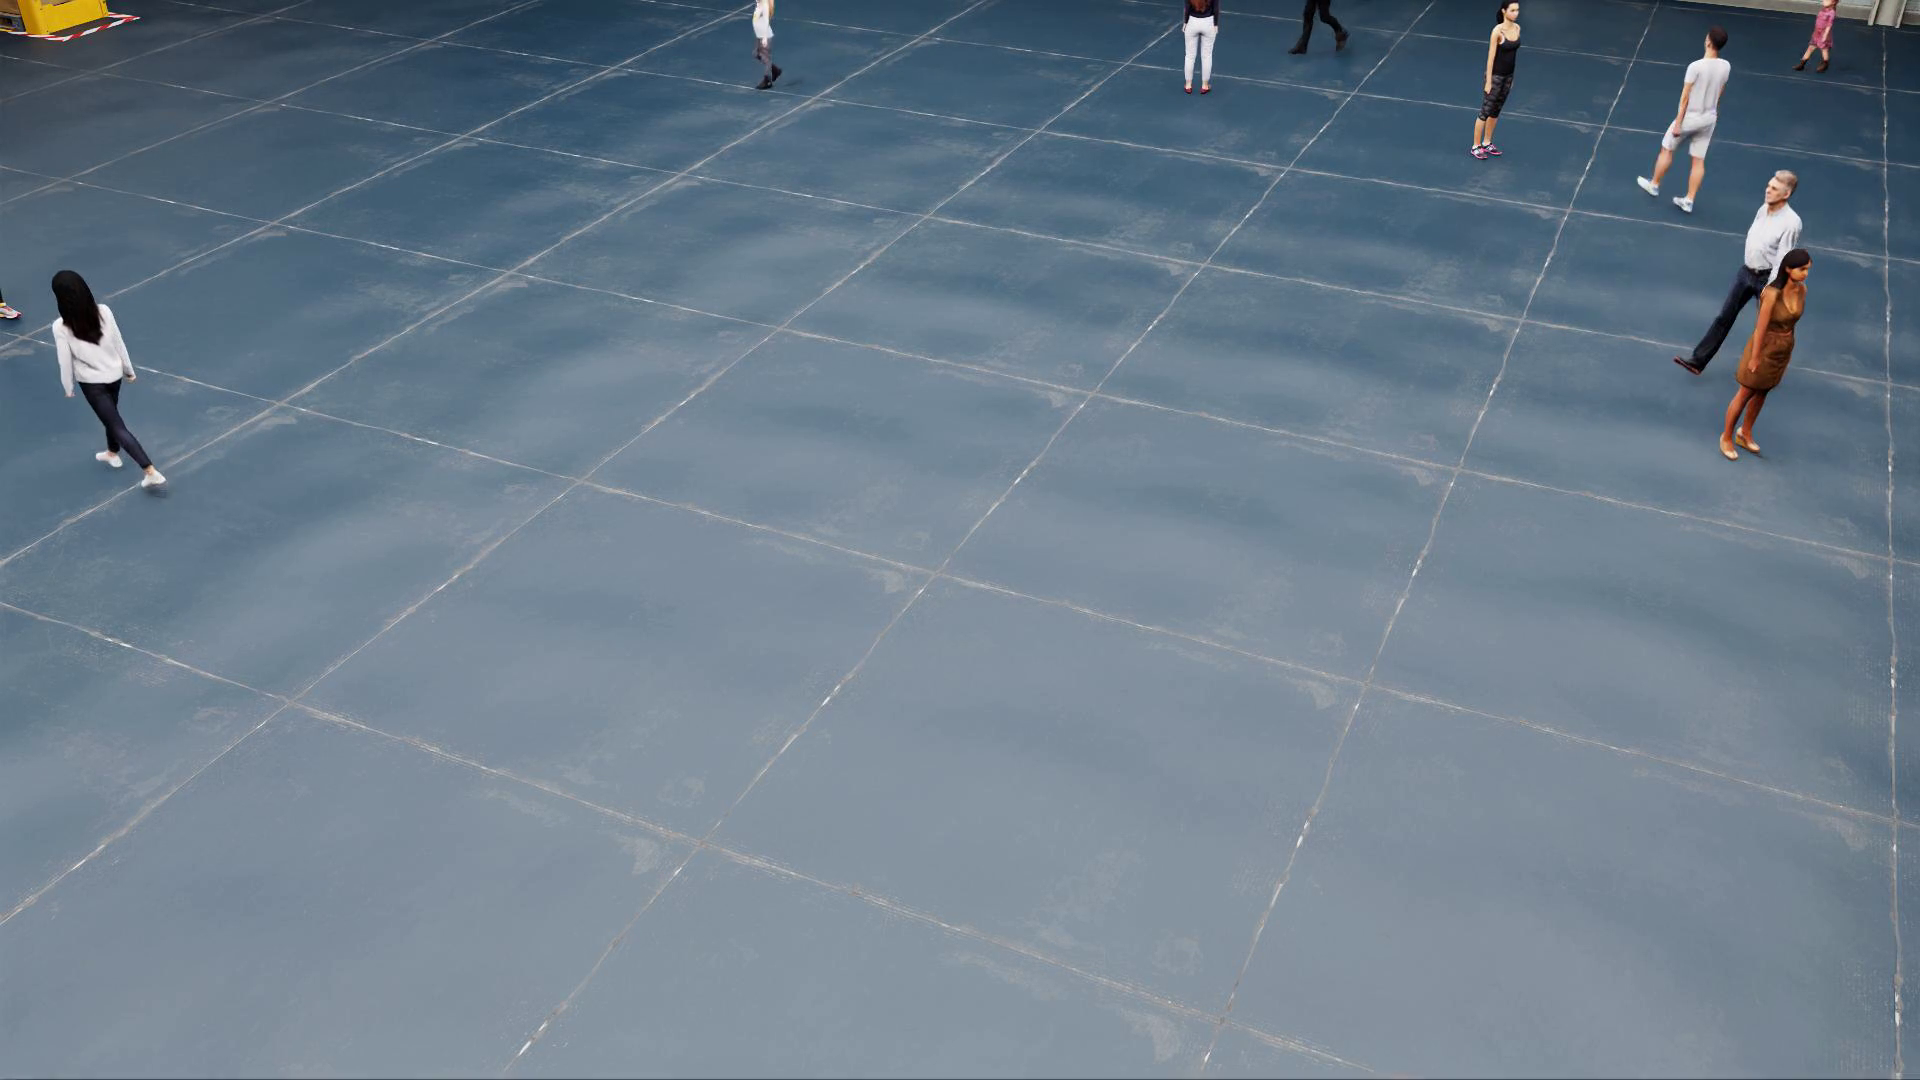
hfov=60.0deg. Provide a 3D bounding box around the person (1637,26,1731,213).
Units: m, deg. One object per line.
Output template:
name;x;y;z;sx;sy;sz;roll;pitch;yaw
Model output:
person;7.525;-4.235;16.888;1.092;1.829;1.121;-8;33;-12

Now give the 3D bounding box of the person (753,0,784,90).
person;-2.365;-6.235;20.580;0.722;1.273;0.662;-11;34;-17

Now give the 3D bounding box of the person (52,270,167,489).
person;-6.206;-1.131;12.129;1.114;1.657;0.678;16;36;23

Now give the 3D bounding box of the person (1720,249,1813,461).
person;6.087;-1.405;12.535;0.648;1.687;0.684;-16;35;-23

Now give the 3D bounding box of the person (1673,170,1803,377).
person;6.632;-2.138;13.611;1.219;1.778;1.134;-10;34;-15

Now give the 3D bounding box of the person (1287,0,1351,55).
person;4.761;-7.193;21.645;1.125;1.758;1.051;-9;33;-14

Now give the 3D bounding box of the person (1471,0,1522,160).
person;5.941;-5.108;18.366;0.665;1.729;0.692;-19;37;-28

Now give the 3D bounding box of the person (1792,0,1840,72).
person;11.034;-6.458;21.189;0.785;1.000;0.715;-10;34;-15

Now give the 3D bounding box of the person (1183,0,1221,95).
person;2.942;-6.274;20.331;0.560;1.604;0.709;6;33;9
